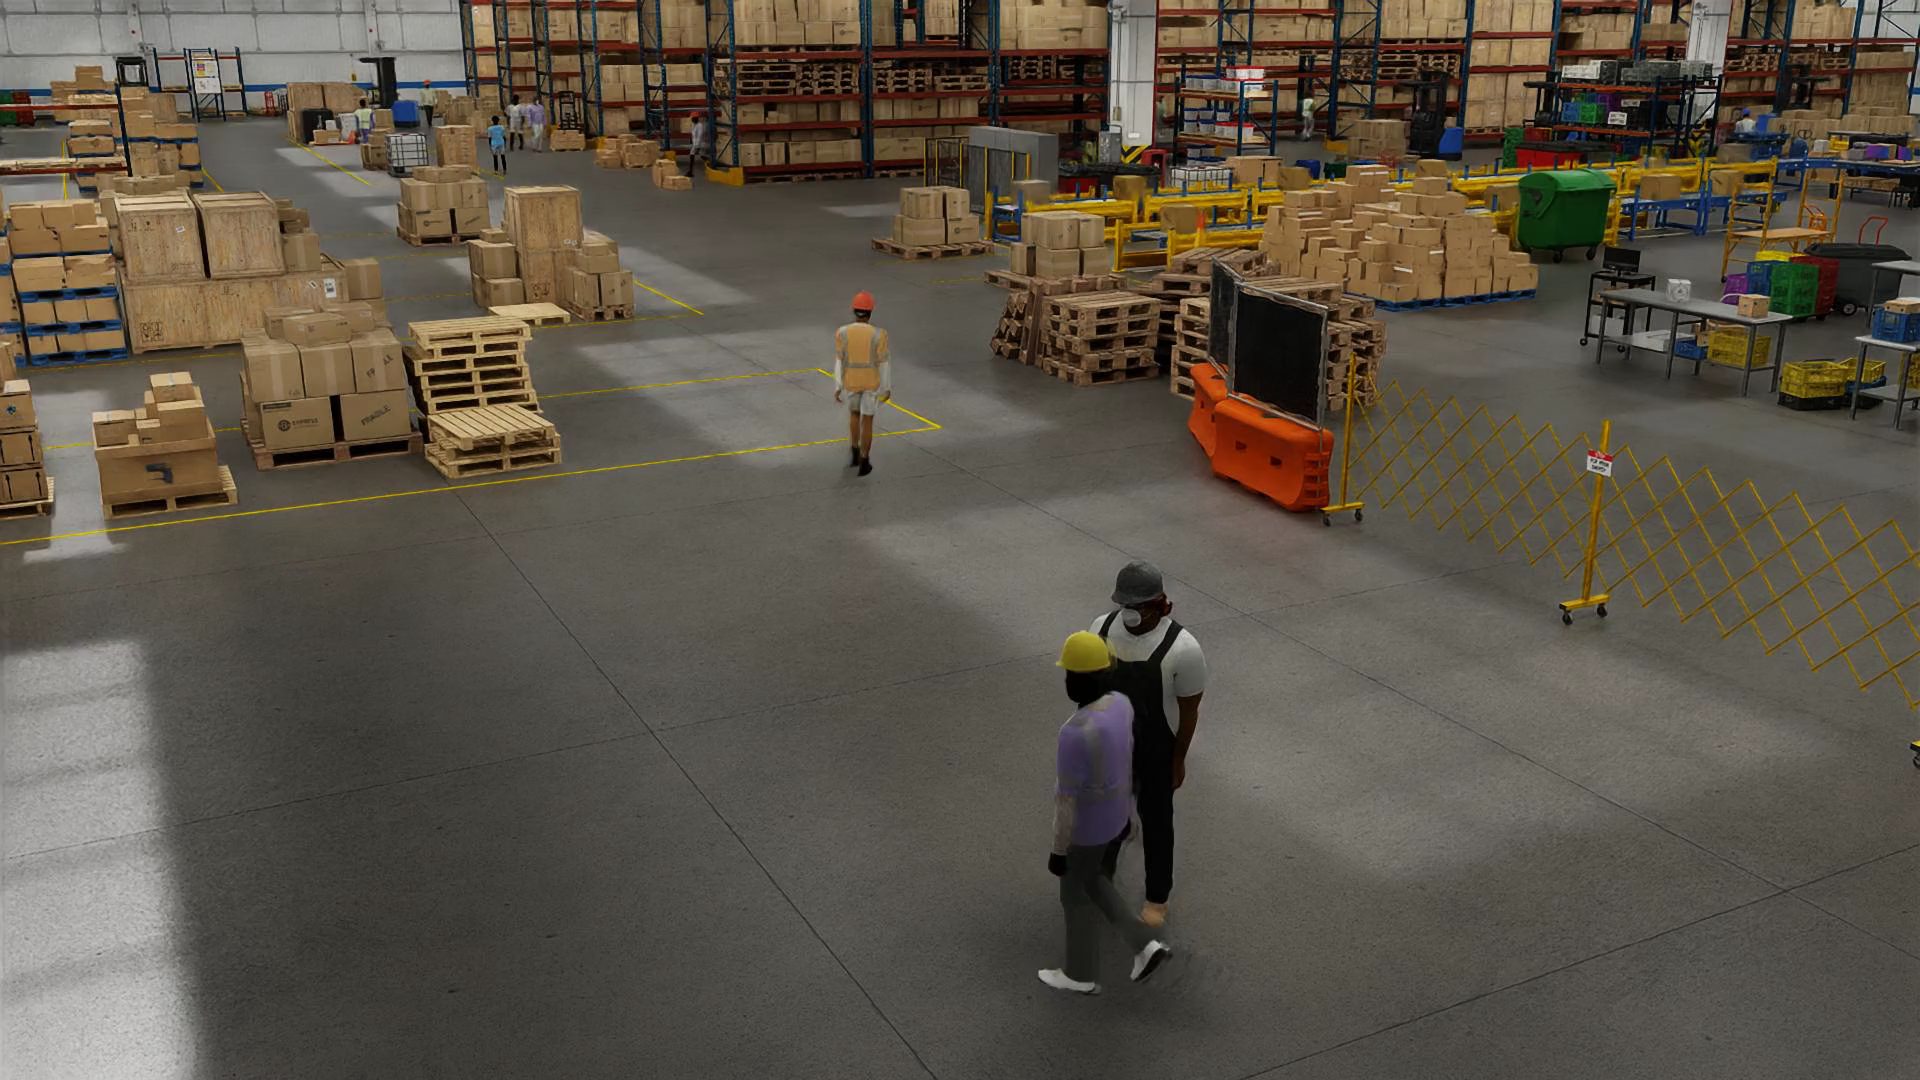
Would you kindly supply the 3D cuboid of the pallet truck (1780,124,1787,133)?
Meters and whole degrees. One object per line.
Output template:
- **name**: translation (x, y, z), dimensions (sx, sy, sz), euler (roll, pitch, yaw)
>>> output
- **pallet truck**: translation (25.206, -12.542, 52.601), dimensions (1.601, 1.201, 0.680), euler (0, 18, -2)

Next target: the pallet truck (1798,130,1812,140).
- **pallet truck**: translation (25.526, -11.556, 49.408), dimensions (1.630, 1.274, 0.653), euler (-9, 20, -26)

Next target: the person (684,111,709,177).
- **person**: translation (-7.571, -11.475, 48.211), dimensions (0.976, 1.895, 0.559), euler (-14, 22, -36)

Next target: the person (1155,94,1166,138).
- **person**: translation (7.533, -16.051, 62.924), dimensions (0.505, 1.605, 0.761), euler (-13, 22, -35)

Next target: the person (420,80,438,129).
- **person**: translation (-21.531, -17.658, 67.399), dimensions (0.610, 1.950, 1.003), euler (-11, 21, -31)

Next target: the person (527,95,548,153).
- **person**: translation (-14.209, -13.980, 55.991), dimensions (0.494, 1.913, 0.624), euler (15, 23, 38)

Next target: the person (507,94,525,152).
- **person**: translation (-15.167, -14.255, 56.828), dimensions (0.643, 1.929, 0.825), euler (-1, 18, -5)

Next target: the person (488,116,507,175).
- **person**: translation (-13.608, -11.615, 48.952), dimensions (0.535, 1.697, 0.318), euler (-9, 20, -27)

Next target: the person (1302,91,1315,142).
- **person**: translation (12.789, -15.514, 60.895), dimensions (0.507, 1.826, 0.580), euler (-10, 20, -29)

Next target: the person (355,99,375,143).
- **person**: translation (-19.421, -13.437, 54.313), dimensions (0.598, 1.901, 0.778), euler (1, 18, 2)

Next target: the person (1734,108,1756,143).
- **person**: translation (23.206, -11.796, 49.204), dimensions (0.615, 1.904, 0.968), euler (-2, 18, -7)

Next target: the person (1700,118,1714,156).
- **person**: translation (21.674, -11.427, 48.421), dimensions (0.862, 1.644, 0.547), euler (4, 18, 14)

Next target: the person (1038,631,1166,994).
- **person**: translation (0.681, 1.376, 8.119), dimensions (0.557, 1.902, 0.593), euler (10, 20, 28)

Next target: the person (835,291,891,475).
- **person**: translation (-1.006, -1.670, 17.583), dimensions (0.582, 1.914, 0.649), euler (3, 18, 8)

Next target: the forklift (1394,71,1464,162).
- **forklift**: translation (14.939, -13.381, 52.552), dimensions (1.873, 2.768, 1.129), euler (-9, 20, -26)

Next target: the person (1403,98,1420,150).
- **person**: translation (15.004, -13.688, 55.082), dimensions (0.644, 1.904, 0.399), euler (4, 18, 14)

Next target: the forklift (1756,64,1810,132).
- **forklift**: translation (29.221, -15.286, 58.491), dimensions (1.129, 2.768, 1.873), euler (-7, 19, -22)

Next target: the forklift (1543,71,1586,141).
- **forklift**: translation (18.685, -13.231, 52.085), dimensions (1.873, 2.768, 1.129), euler (-9, 20, -26)

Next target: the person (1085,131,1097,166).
- **person**: translation (3.540, -9.850, 43.491), dimensions (0.749, 1.666, 0.541), euler (13, 22, 34)

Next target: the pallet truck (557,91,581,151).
- **pallet truck**: translation (-13.495, -14.412, 57.188), dimensions (0.823, 1.965, 1.885), euler (-3, 18, -9)

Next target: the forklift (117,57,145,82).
- **forklift**: translation (-33.534, -18.200, 67.575), dimensions (1.129, 2.768, 1.873), euler (-9, 20, -26)

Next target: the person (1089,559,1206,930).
- **person**: translation (0.909, 1.079, 8.824), dimensions (0.683, 2.000, 0.538), euler (11, 21, 30)

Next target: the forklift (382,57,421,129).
- **forklift**: translation (-22.968, -18.093, 67.240), dimensions (1.873, 2.768, 1.129), euler (-2, 18, -6)
